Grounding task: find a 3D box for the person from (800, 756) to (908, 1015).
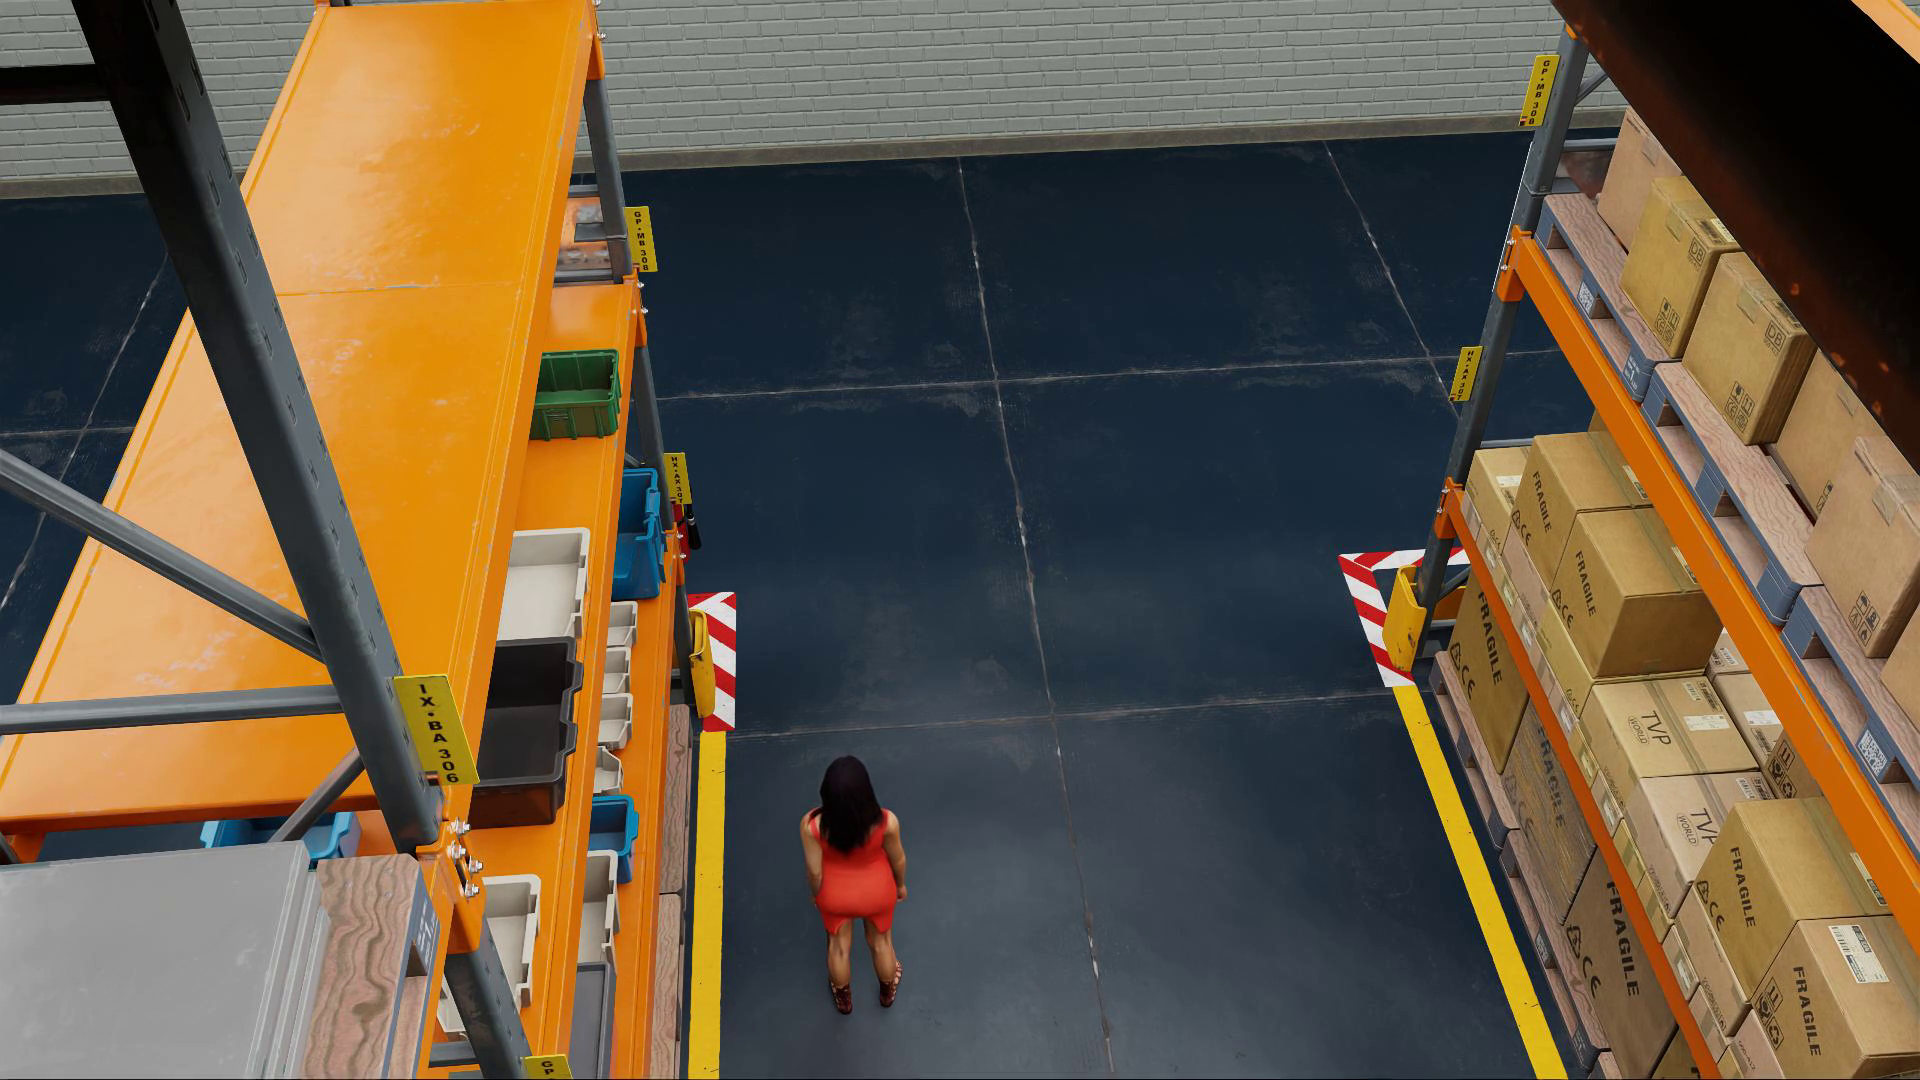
[{"bbox_3d":[-0.451,1.518,7.218,0.582,1.719,0.519,-4,43,-5],"label":"person"}]
